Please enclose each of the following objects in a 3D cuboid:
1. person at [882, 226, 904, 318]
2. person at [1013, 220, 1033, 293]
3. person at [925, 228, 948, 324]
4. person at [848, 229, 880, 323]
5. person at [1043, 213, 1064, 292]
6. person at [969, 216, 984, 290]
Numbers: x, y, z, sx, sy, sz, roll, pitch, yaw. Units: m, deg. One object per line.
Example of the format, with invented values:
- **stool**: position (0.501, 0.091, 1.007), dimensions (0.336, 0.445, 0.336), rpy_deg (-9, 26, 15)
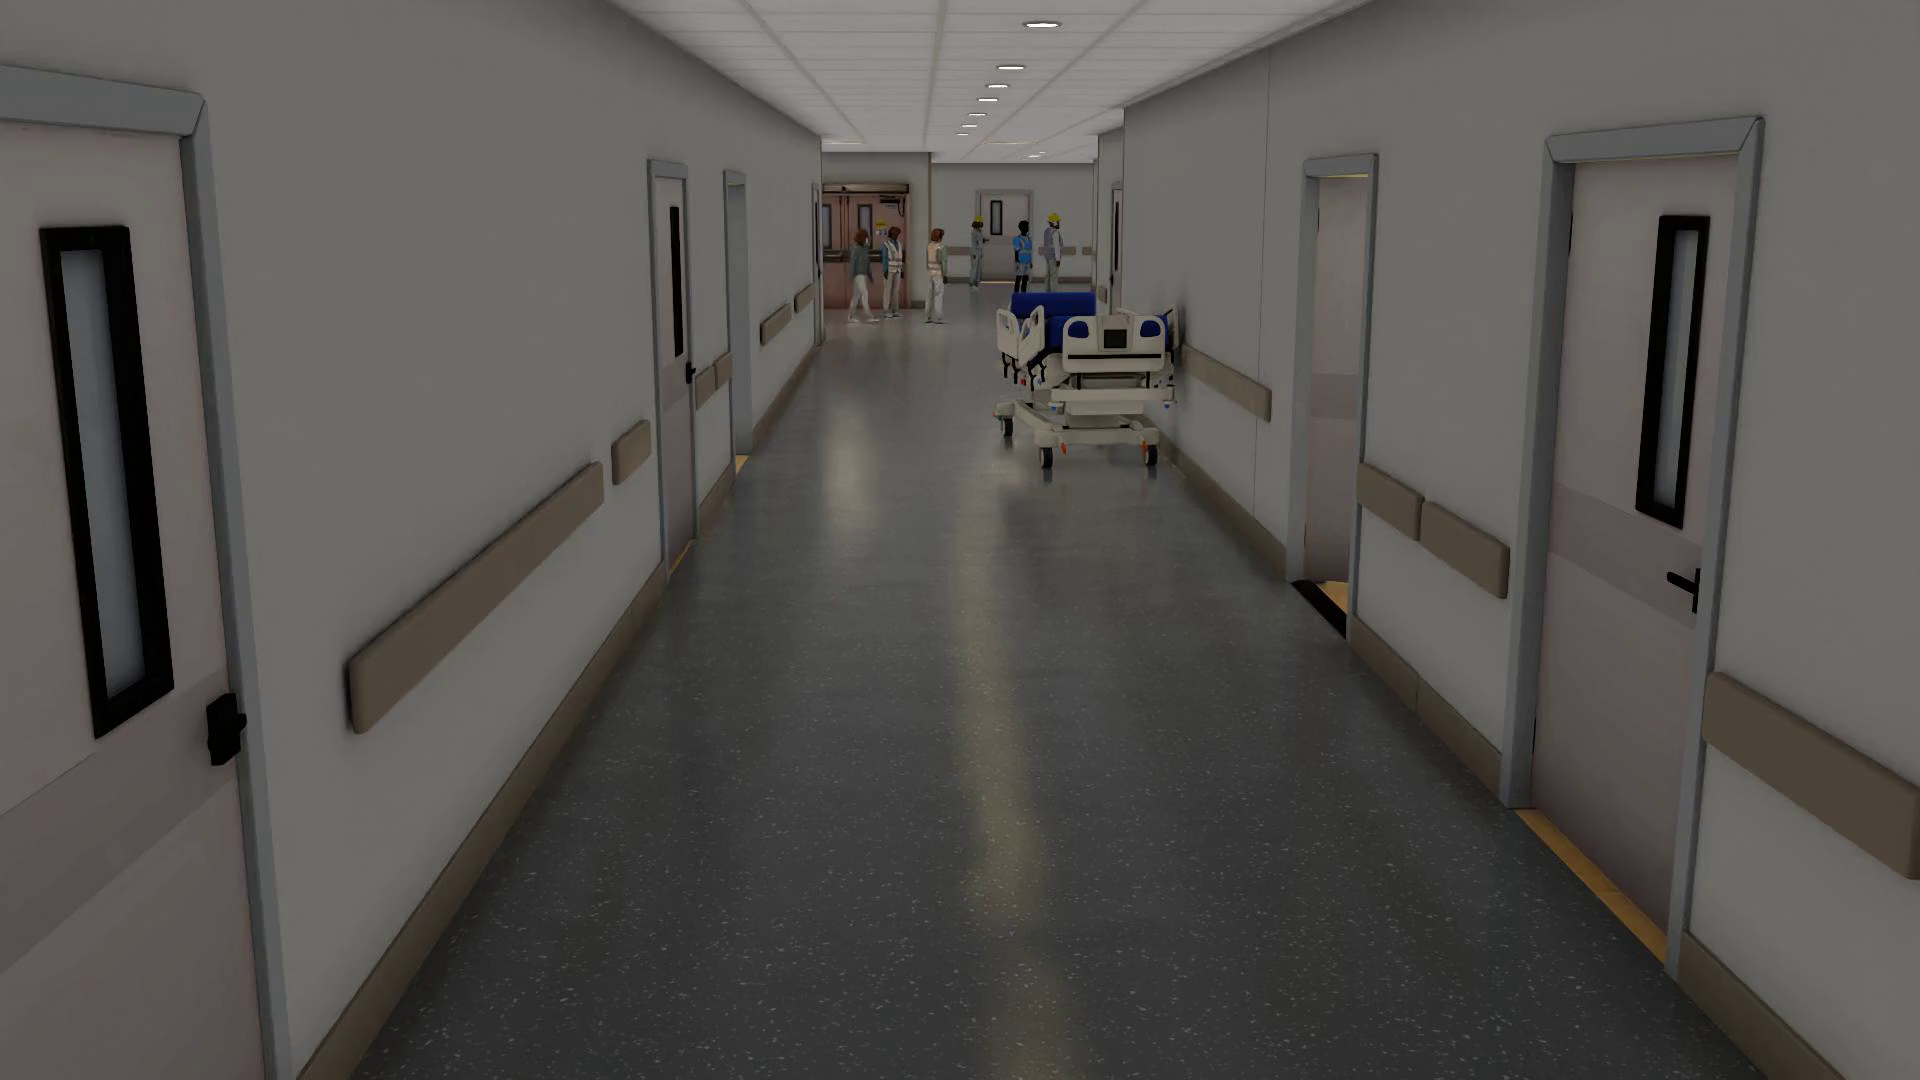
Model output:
- **person**: position (-1.213, -4.844, 30.084), dimensions (0.310, 1.640, 0.514), rpy_deg (9, 15, 39)
- **person**: position (1.296, -5.666, 33.944), dimensions (0.316, 1.695, 0.542), rpy_deg (10, 15, 39)
- **person**: position (-0.409, -4.532, 28.593), dimensions (0.318, 1.630, 0.514), rpy_deg (-10, 15, -41)
- **person**: position (-1.621, -4.520, 28.565), dimensions (0.752, 1.597, 0.530), rpy_deg (4, 12, 21)
- **person**: position (1.962, -5.904, 34.760), dimensions (0.404, 1.837, 0.592), rpy_deg (-5, 12, -21)
- **person**: position (0.414, -6.795, 39.356), dimensions (0.336, 1.733, 0.480), rpy_deg (4, 12, 20)
